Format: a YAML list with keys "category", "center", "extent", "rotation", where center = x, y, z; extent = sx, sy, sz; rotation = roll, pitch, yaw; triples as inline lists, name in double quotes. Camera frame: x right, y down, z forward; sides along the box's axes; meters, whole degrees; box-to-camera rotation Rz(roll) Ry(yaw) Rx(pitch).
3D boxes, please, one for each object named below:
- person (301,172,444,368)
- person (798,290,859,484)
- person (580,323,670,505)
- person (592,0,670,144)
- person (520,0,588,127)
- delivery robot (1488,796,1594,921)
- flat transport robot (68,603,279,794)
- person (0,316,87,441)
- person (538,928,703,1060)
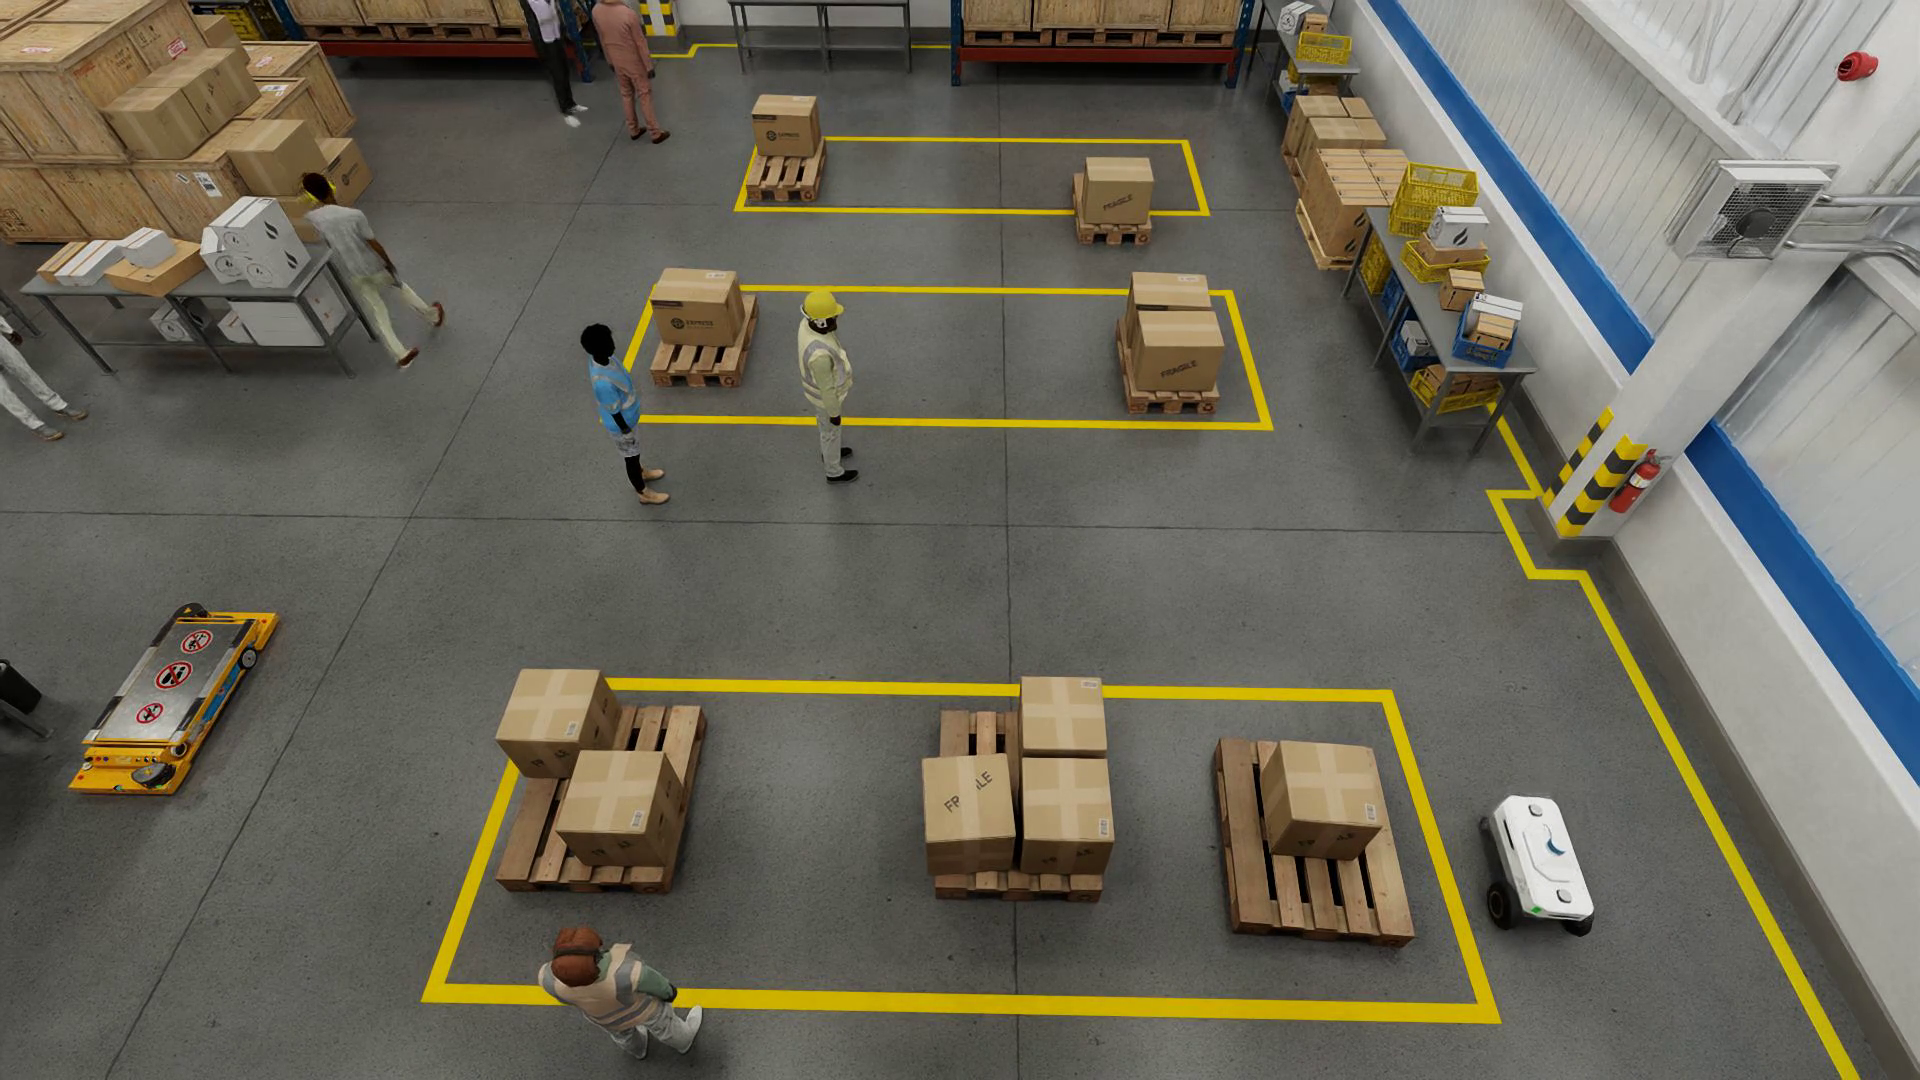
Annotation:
- category: "person"
  center: [-5.469, -2.562, 8.518]
  extent: [0.535, 1.812, 0.916]
  rotation: [-7, 50, -6]
- category: "person"
  center: [-1.056, -1.213, 7.367]
  extent: [0.403, 1.823, 0.595]
  rotation: [-11, 51, -9]
- category: "person"
  center: [-2.664, -0.980, 7.250]
  extent: [0.318, 1.696, 0.533]
  rotation: [-14, 51, -12]
- category: "person"
  center: [-4.056, -5.889, 11.278]
  extent: [0.643, 1.898, 0.398]
  rotation: [18, 52, 15]
- category: "person"
  center: [-5.167, -6.314, 11.652]
  extent: [0.579, 1.898, 0.655]
  rotation: [12, 51, 10]
- category: "delivery robot"
  center: [3.481, 1.907, 5.491]
  extent: [0.477, 0.478, 0.707]
  rotation: [4, 50, 3]
- category: "flat transport robot"
  center: [-5.504, 1.072, 6.442]
  extent: [0.652, 0.197, 1.431]
  rotation: [1, 50, 1]
- category: "person"
  center: [-8.265, -1.658, 7.709]
  extent: [0.354, 1.879, 0.566]
  rotation: [11, 51, 9]
- category: "person"
  center: [-1.663, 2.270, 4.534]
  extent: [0.514, 1.645, 0.308]
  rotation: [-3, 50, -3]
